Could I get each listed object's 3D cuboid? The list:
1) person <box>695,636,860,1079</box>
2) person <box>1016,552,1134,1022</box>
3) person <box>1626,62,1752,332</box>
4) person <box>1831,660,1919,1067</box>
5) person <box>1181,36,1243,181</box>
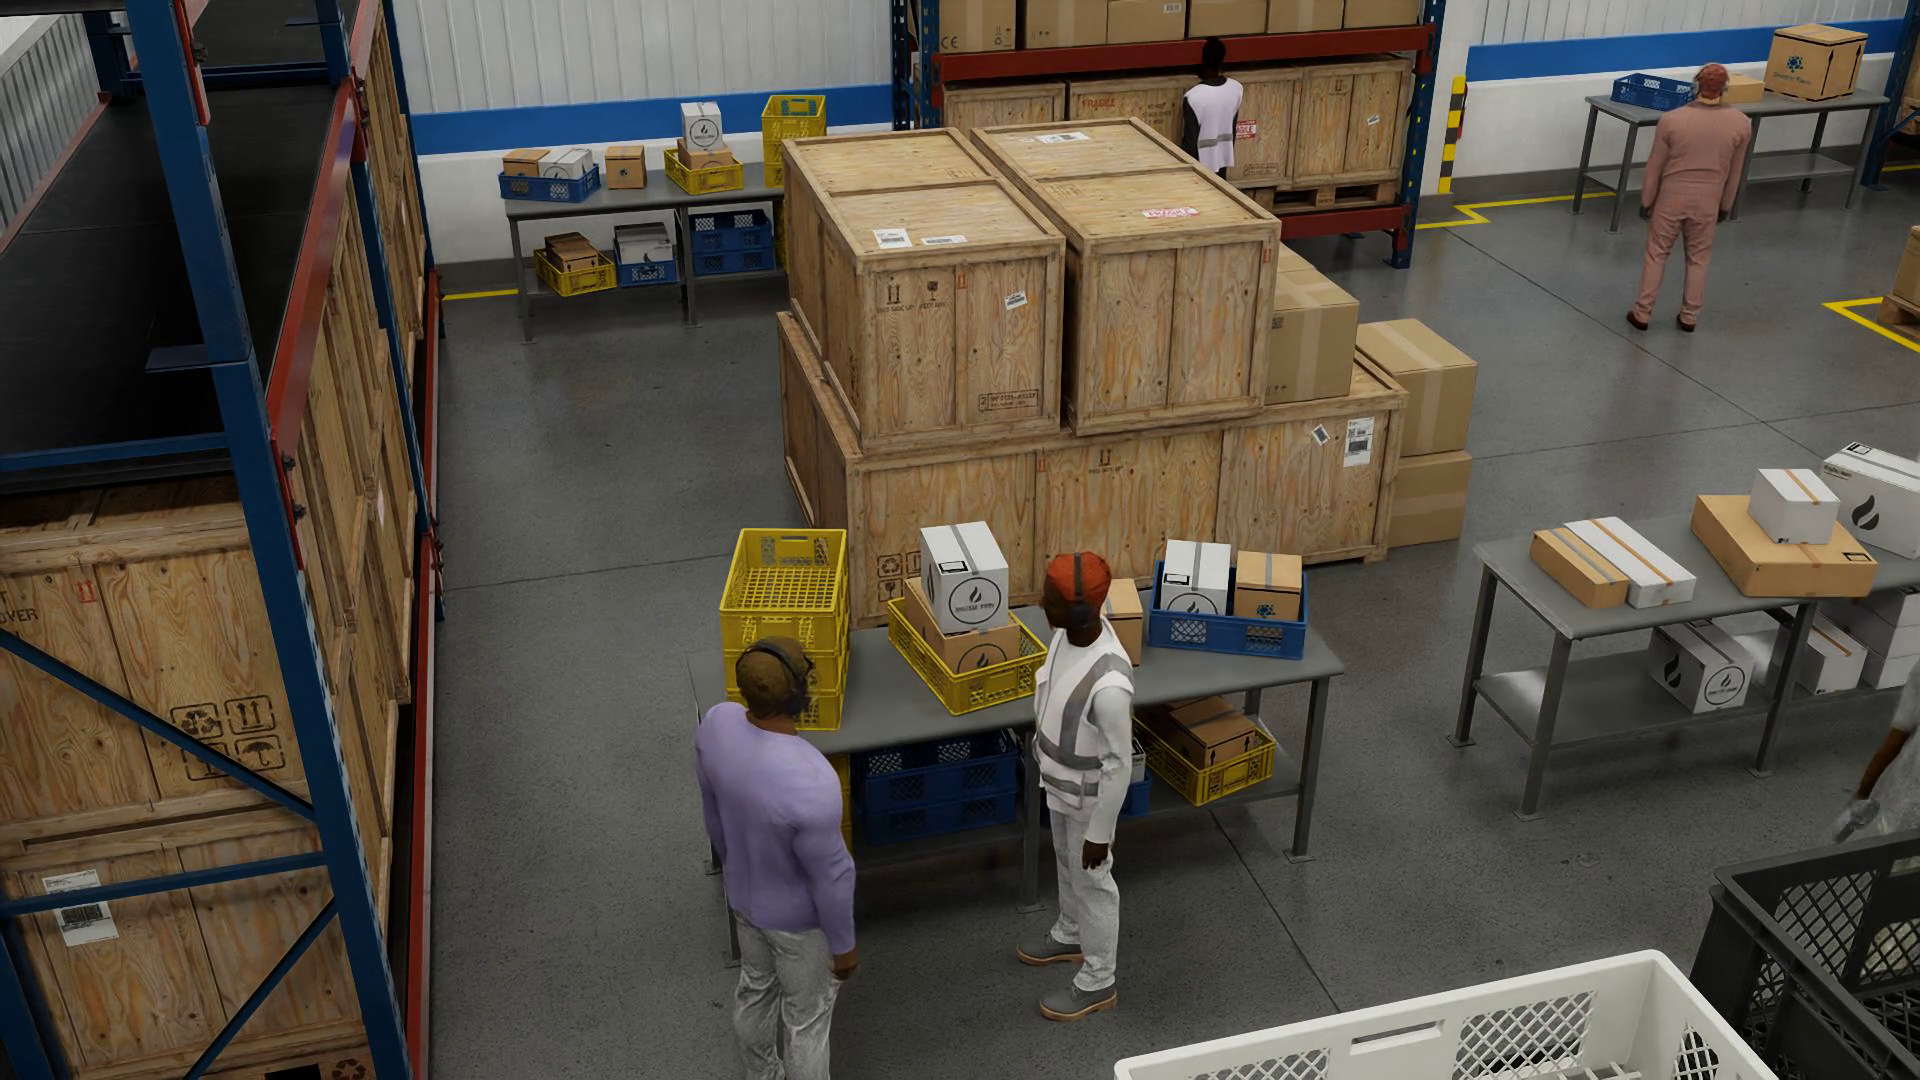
[{"bbox_3d":[-0.548,1.144,5.296,0.364,1.939,0.636,-25,38,-38],"label":"person"},{"bbox_3d":[0.420,0.867,5.856,0.337,1.879,0.584,-6,29,-11],"label":"person"},{"bbox_3d":[5.166,-2.423,11.820,0.639,1.898,0.397,4,29,8],"label":"person"},{"bbox_3d":[3.305,1.021,5.671,0.834,1.810,0.548,-17,33,-28],"label":"person"},{"bbox_3d":[1.837,-2.778,12.435,0.592,1.920,0.392,-25,37,-37],"label":"person"}]
